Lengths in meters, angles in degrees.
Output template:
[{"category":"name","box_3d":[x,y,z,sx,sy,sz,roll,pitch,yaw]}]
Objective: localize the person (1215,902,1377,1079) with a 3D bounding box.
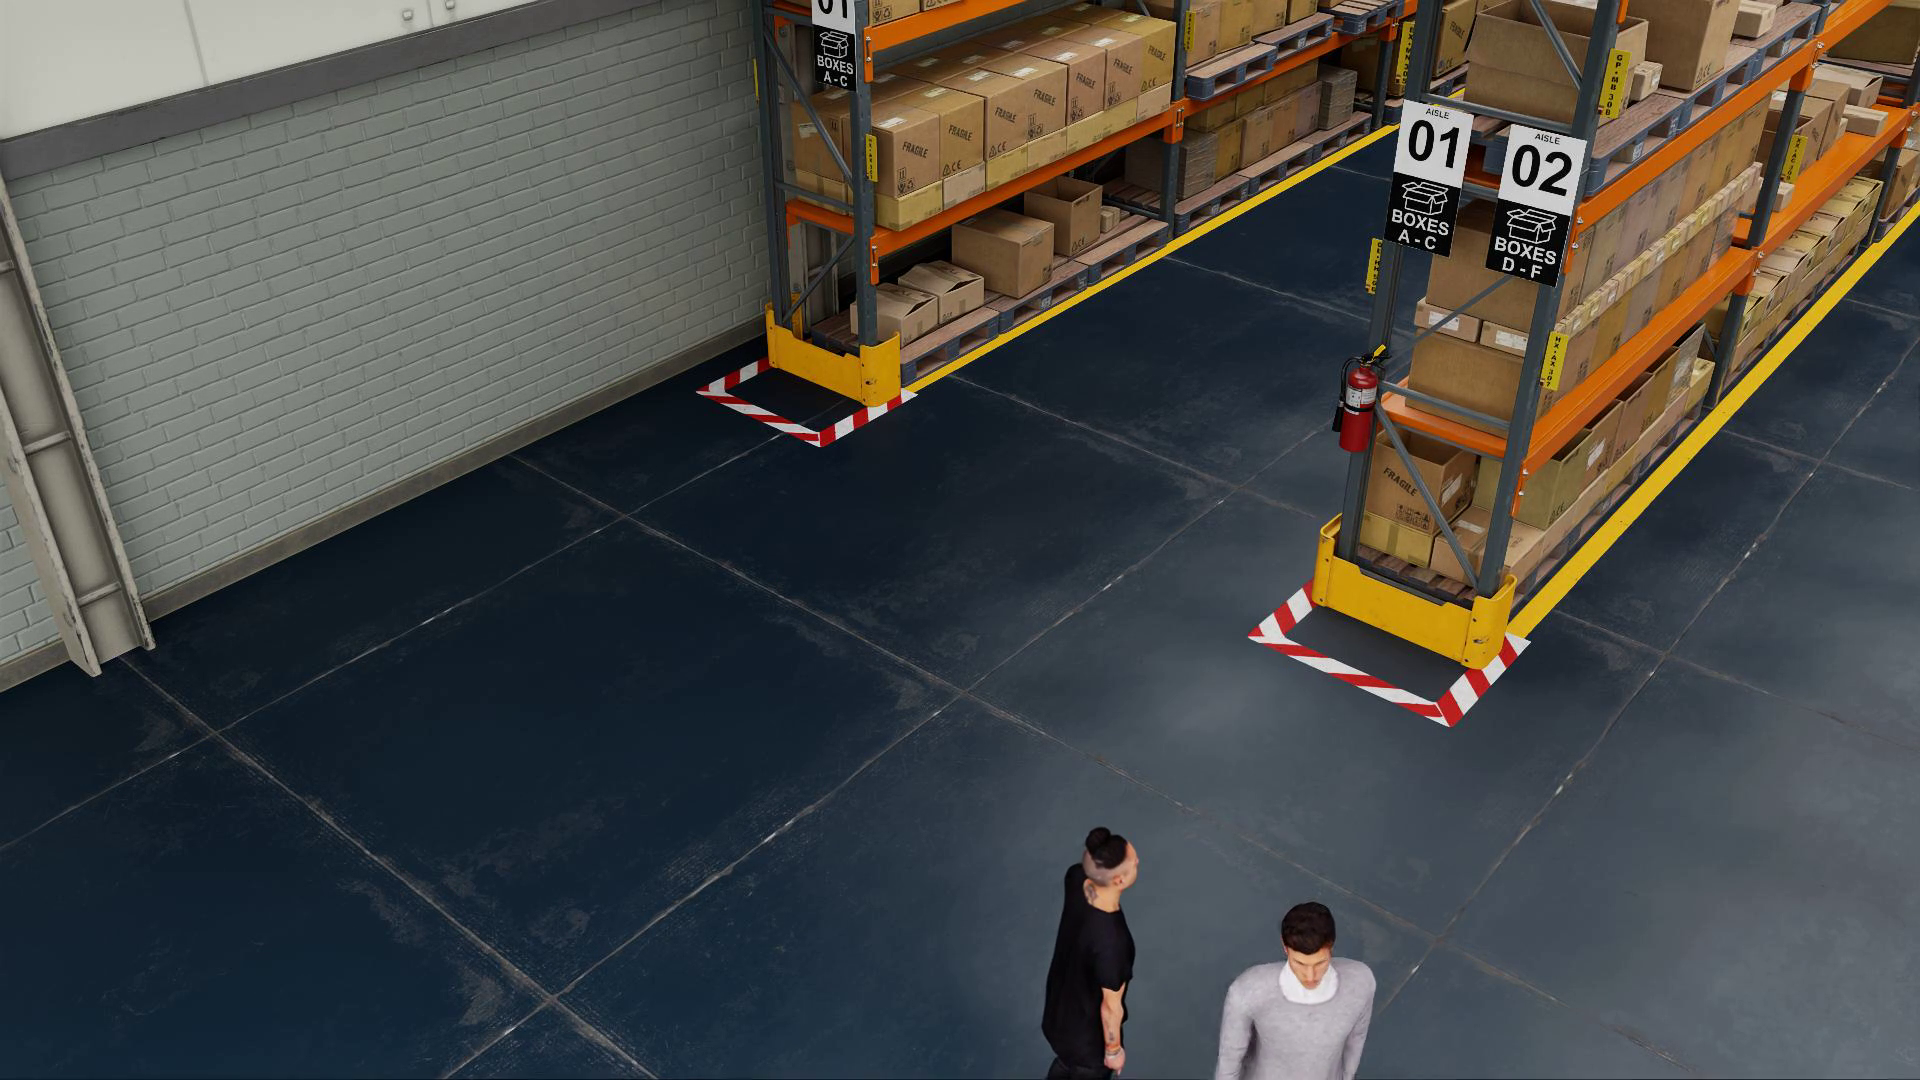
[{"category":"person","box_3d":[1.183,2.010,6.243,1.260,1.864,1.319,-3,33,-4]}]

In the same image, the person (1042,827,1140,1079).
[{"category":"person","box_3d":[0.495,1.825,6.532,0.812,1.859,0.769,-5,33,-7]}]
